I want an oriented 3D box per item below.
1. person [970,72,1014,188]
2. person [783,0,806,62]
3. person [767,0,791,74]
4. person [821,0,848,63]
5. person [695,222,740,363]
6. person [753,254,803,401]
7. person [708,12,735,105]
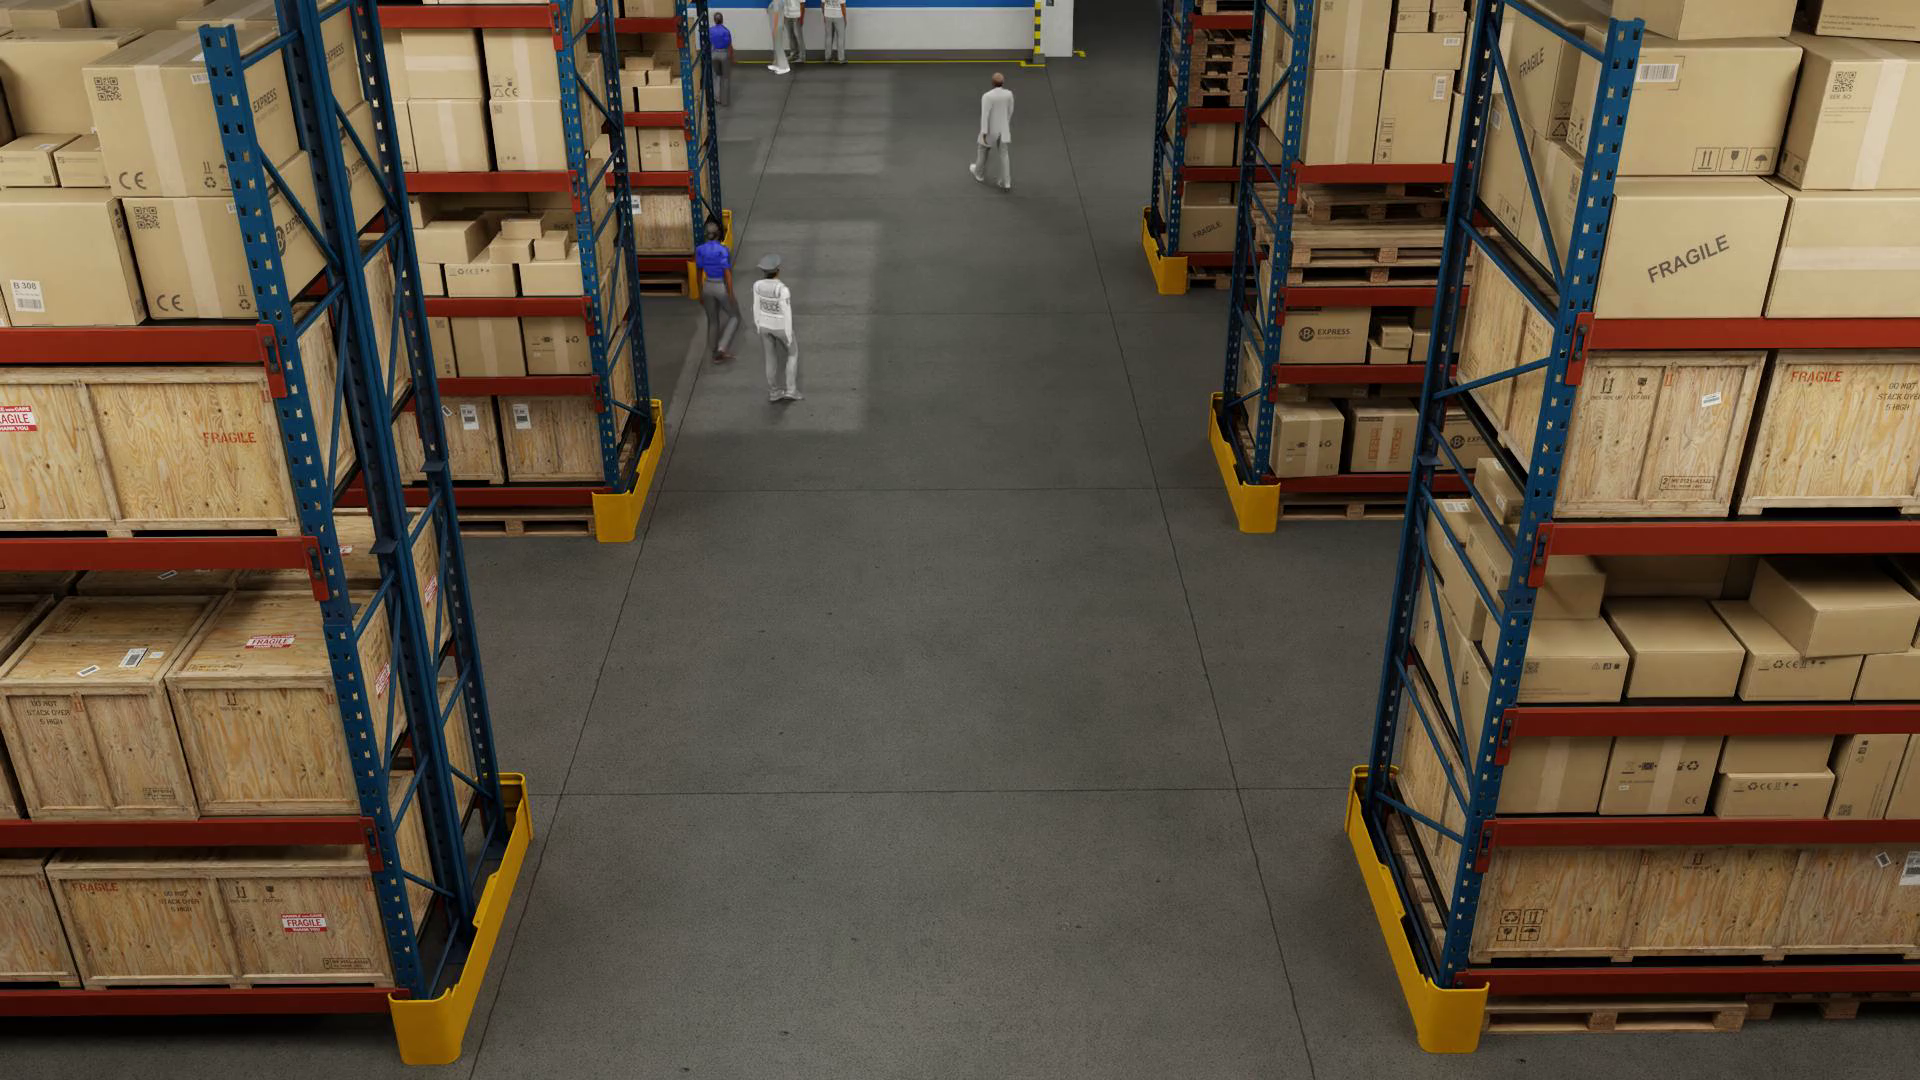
[{"bbox_3d":[0.518,-6.395,25.784,0.589,1.746,0.999,-11,30,-19],"label":"person"},{"bbox_3d":[-3.357,-10.550,33.479,0.569,1.767,0.348,21,35,34],"label":"person"},{"bbox_3d":[-3.603,-10.064,32.754,0.519,1.719,0.482,4,29,8],"label":"person"},{"bbox_3d":[-2.502,-10.481,33.380,0.551,1.745,0.403,12,31,21],"label":"person"},{"bbox_3d":[-2.846,-2.858,19.329,0.483,1.653,0.471,8,29,14],"label":"person"},{"bbox_3d":[-2.034,-2.327,18.329,0.498,1.730,0.431,10,30,18],"label":"person"},{"bbox_3d":[-4.328,-8.778,30.365,0.456,1.695,0.402,8,29,15],"label":"person"}]
